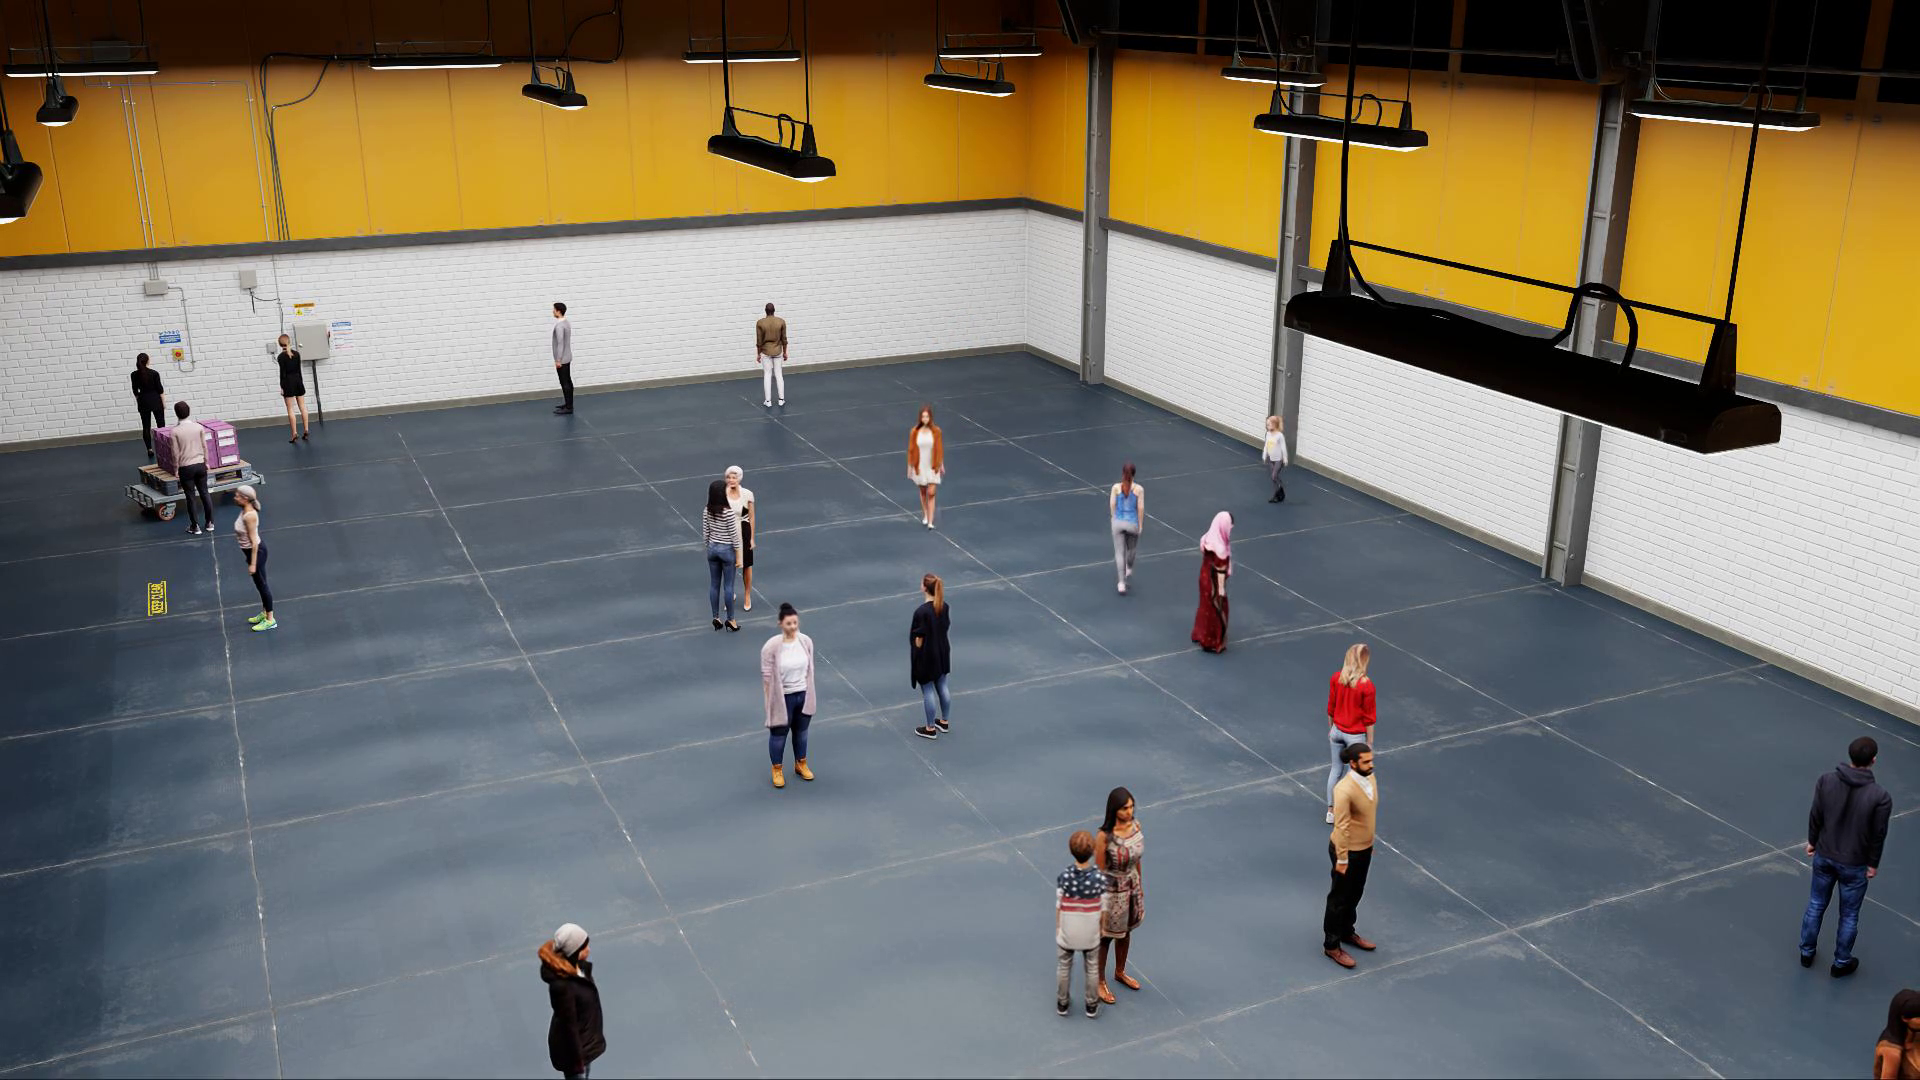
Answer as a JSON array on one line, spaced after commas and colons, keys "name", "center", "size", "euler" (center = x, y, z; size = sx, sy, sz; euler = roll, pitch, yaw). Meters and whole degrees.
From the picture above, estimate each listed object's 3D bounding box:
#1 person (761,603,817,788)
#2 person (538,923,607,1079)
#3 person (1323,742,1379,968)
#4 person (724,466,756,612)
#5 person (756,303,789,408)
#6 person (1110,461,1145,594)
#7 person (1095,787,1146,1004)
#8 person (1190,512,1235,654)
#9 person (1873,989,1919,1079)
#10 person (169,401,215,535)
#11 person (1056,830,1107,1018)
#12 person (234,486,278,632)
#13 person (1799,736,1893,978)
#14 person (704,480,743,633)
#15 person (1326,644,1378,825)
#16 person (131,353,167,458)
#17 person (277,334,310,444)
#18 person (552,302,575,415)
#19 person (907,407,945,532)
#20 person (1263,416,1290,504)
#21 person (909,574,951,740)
[{"name": "person", "center": [-1.582, 1.416, 15.385], "size": [0.697, 1.740, 0.630], "euler": [-10, 21, -27]}, {"name": "person", "center": [-2.433, 3.126, 10.474], "size": [0.762, 1.633, 0.650], "euler": [-1, 19, -4]}, {"name": "person", "center": [2.971, 2.342, 12.612], "size": [0.743, 1.755, 0.747], "euler": [15, 24, 37]}, {"name": "person", "center": [-2.640, -0.029, 19.650], "size": [0.702, 1.756, 0.707], "euler": [2, 19, 6]}, {"name": "person", "center": [-3.296, -3.258, 29.131], "size": [0.767, 1.825, 0.627], "euler": [-5, 19, -14]}, {"name": "person", "center": [2.012, -0.130, 20.243], "size": [0.878, 1.569, 1.089], "euler": [1, 19, 4]}, {"name": "person", "center": [1.152, 2.555, 12.150], "size": [0.698, 1.645, 0.614], "euler": [-14, 23, -36]}, {"name": "person", "center": [2.808, 0.455, 18.433], "size": [0.872, 1.616, 0.720], "euler": [-1, 19, -4]}, {"name": "person", "center": [5.397, 3.363, 9.682], "size": [0.621, 1.690, 0.627], "euler": [17, 25, 40]}, {"name": "person", "center": [-10.357, -0.987, 22.411], "size": [0.693, 1.809, 0.666], "euler": [-18, 25, -42]}, {"name": "person", "center": [0.854, 2.741, 11.922], "size": [0.577, 1.438, 0.597], "euler": [0, 19, 1]}, {"name": "person", "center": [-8.087, 0.185, 19.101], "size": [0.659, 1.702, 0.472], "euler": [-9, 21, -26]}, {"name": "person", "center": [6.570, 2.346, 12.385], "size": [0.802, 1.893, 0.638], "euler": [-18, 25, -42]}, {"name": "person", "center": [-2.716, 0.183, 18.958], "size": [0.610, 1.797, 0.698], "euler": [9, 21, 25]}, {"name": "person", "center": [3.411, 1.708, 14.576], "size": [0.744, 1.702, 0.573], "euler": [-18, 25, -42]}, {"name": "person", "center": [-12.634, -2.100, 25.947], "size": [0.664, 1.662, 0.655], "euler": [-2, 19, -7]}, {"name": "person", "center": [-10.781, -2.455, 26.837], "size": [0.677, 1.768, 0.654], "euler": [11, 22, 30]}, {"name": "person", "center": [-6.832, -3.145, 28.640], "size": [0.887, 1.923, 0.717], "euler": [-1, 19, -3]}, {"name": "person", "center": [-0.460, -1.001, 22.645], "size": [0.957, 1.688, 1.140], "euler": [1, 19, 3]}, {"name": "person", "center": [4.573, -1.151, 23.773], "size": [0.579, 1.252, 0.546], "euler": [-14, 23, -36]}, {"name": "person", "center": [-0.273, 1.128, 16.329], "size": [0.701, 1.683, 0.675], "euler": [-17, 25, -42]}]
